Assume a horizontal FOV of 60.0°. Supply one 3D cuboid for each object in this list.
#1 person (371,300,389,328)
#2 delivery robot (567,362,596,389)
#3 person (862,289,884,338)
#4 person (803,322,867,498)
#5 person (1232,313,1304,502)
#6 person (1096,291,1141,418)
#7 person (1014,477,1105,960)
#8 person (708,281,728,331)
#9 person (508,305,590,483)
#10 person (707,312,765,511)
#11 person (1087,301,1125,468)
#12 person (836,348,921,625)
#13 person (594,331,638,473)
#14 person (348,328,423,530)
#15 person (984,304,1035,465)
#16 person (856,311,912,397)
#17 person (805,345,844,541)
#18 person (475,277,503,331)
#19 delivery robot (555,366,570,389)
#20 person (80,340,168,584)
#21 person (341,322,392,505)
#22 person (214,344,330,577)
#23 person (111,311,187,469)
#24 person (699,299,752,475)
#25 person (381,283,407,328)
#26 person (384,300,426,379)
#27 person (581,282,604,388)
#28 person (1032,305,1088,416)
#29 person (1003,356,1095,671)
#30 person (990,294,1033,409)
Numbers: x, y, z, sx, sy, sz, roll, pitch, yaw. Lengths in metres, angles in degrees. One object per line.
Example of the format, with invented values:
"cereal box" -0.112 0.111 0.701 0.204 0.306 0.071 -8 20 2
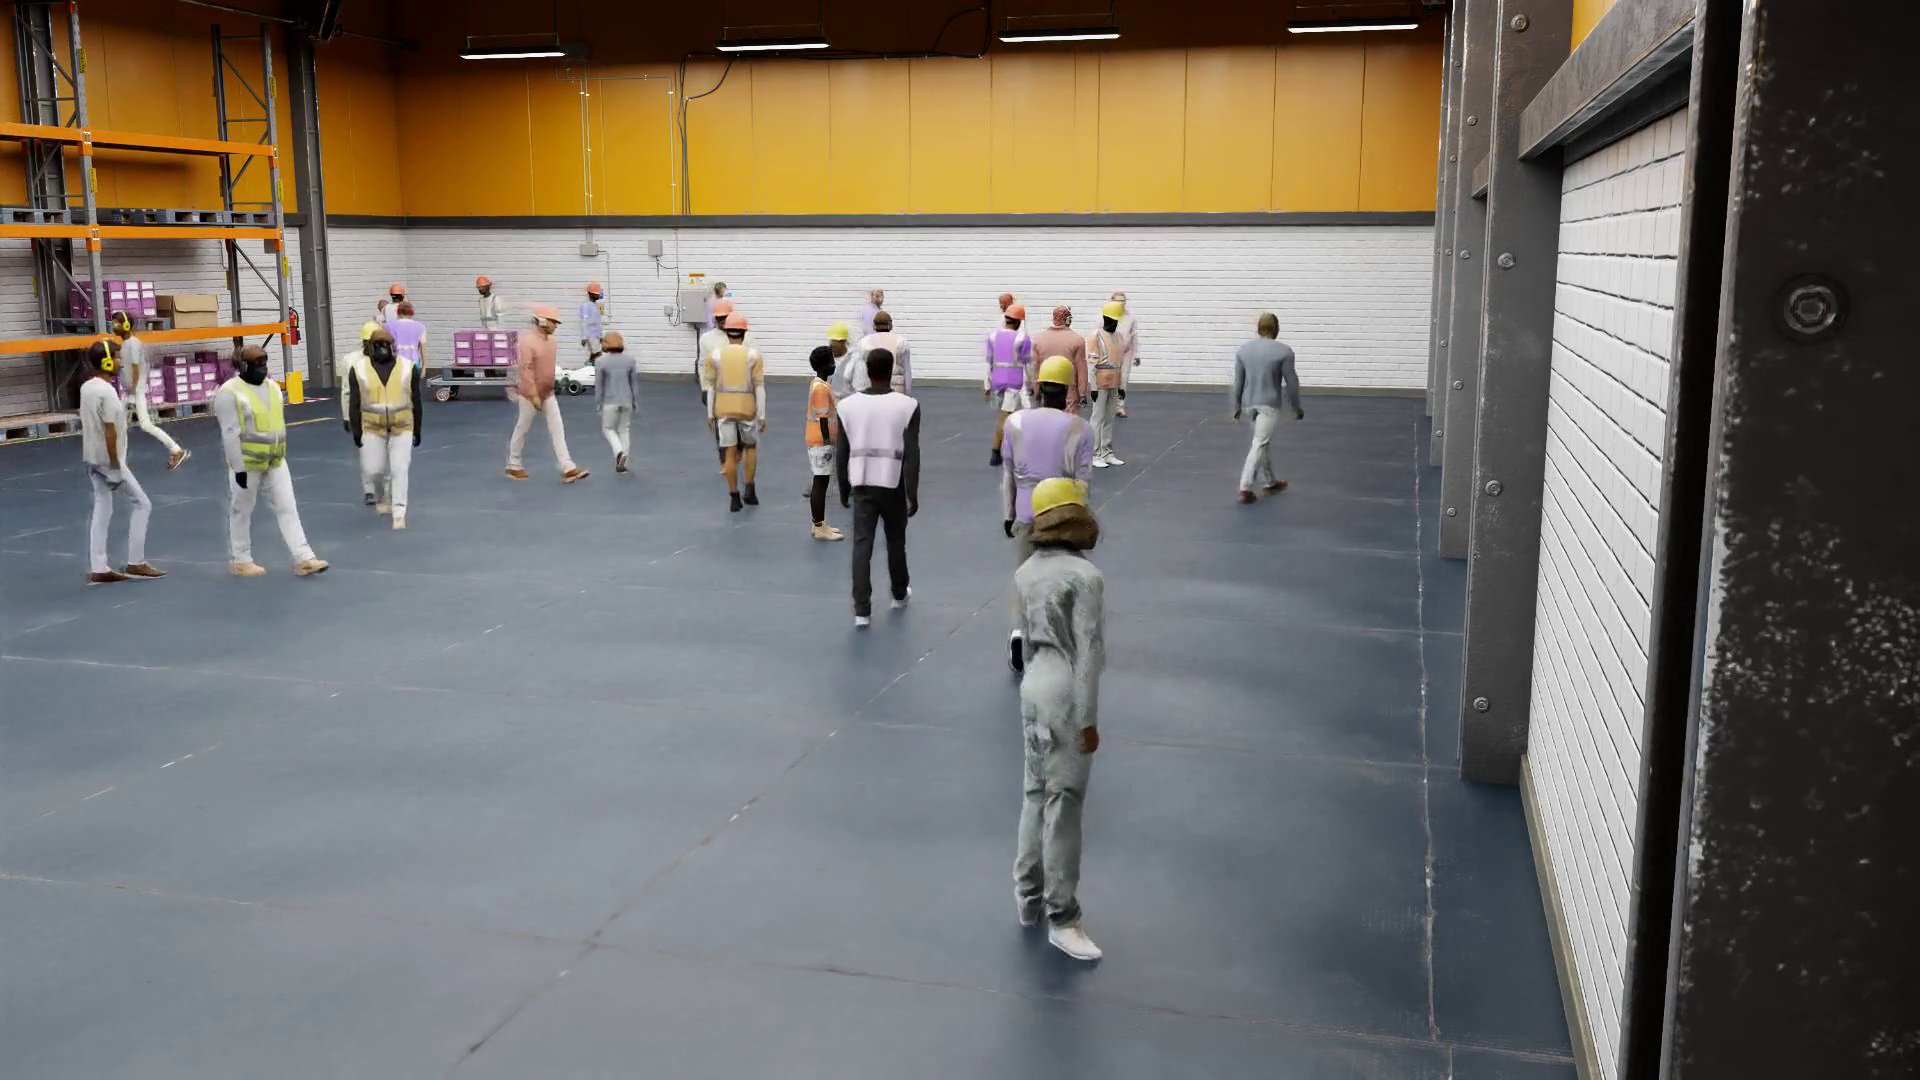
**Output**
"person" -10.074 -3.411 29.236 0.544 1.612 0.675 -3 10 -17
"delivery robot" -6.376 -2.813 28.617 0.707 0.478 0.477 0 10 -2
"person" -1.416 -3.293 27.962 1.017 1.843 0.654 4 11 20
"person" -1.249 -1.287 16.732 0.615 1.787 0.874 6 12 31
"person" 3.072 -1.337 16.772 1.007 1.893 0.636 -10 14 -43
"person" 2.365 -2.755 24.792 0.653 1.892 0.436 -3 11 -18
"person" 0.412 0.640 6.105 0.347 1.699 0.659 -5 11 -28
"person" -4.273 -3.667 29.838 0.473 1.923 0.659 2 10 9
"person" -4.521 -1.571 17.984 1.068 1.920 0.633 6 12 30
"person" -2.177 -1.251 16.173 0.570 1.913 0.591 -1 10 -4
"person" 1.718 -1.805 19.319 0.381 1.917 0.586 9 13 41
"person" -0.567 -0.383 11.437 0.612 1.859 1.020 1 10 8
"person" -3.816 -1.526 18.594 0.506 1.617 0.461 -6 12 -31
"person" -5.221 -1.022 15.166 0.630 1.827 0.604 -3 11 -18
"person" 0.607 -1.846 19.670 0.555 1.866 1.038 6 11 29
"person" -0.845 -1.625 18.537 0.621 1.838 0.429 -1 10 -4
"person" -1.186 -0.844 14.500 0.318 1.699 0.535 -1 10 -8
"person" -8.679 -3.902 31.024 0.626 2.002 0.735 6 12 31
"delivery robot" -7.078 -2.855 28.854 0.707 0.478 0.477 5 11 26
"person" -6.406 -0.593 12.670 0.513 1.850 0.645 7 12 36
"person" -5.775 -1.241 16.457 0.622 1.796 0.835 -5 11 -24
"person" -5.291 -0.582 12.710 0.921 1.799 0.646 5 11 24
"person" -9.305 -1.677 18.844 0.526 1.842 0.886 10 14 43
"person" -2.632 -1.742 18.809 0.625 1.969 0.690 0 10 -3
"person" -9.351 -3.302 27.741 0.552 1.935 0.374 5 11 24
"person" -7.853 -2.499 23.611 0.565 1.801 0.984 -5 11 -25
"person" -6.588 -3.673 29.905 0.482 1.909 0.671 2 10 10
"person" 1.132 -1.660 18.531 0.651 1.906 0.403 5 11 26
"person" 0.512 -0.164 10.080 0.592 1.902 0.844 3 10 17
"person" 0.799 -2.817 25.263 0.609 1.828 0.985 -10 14 -44
